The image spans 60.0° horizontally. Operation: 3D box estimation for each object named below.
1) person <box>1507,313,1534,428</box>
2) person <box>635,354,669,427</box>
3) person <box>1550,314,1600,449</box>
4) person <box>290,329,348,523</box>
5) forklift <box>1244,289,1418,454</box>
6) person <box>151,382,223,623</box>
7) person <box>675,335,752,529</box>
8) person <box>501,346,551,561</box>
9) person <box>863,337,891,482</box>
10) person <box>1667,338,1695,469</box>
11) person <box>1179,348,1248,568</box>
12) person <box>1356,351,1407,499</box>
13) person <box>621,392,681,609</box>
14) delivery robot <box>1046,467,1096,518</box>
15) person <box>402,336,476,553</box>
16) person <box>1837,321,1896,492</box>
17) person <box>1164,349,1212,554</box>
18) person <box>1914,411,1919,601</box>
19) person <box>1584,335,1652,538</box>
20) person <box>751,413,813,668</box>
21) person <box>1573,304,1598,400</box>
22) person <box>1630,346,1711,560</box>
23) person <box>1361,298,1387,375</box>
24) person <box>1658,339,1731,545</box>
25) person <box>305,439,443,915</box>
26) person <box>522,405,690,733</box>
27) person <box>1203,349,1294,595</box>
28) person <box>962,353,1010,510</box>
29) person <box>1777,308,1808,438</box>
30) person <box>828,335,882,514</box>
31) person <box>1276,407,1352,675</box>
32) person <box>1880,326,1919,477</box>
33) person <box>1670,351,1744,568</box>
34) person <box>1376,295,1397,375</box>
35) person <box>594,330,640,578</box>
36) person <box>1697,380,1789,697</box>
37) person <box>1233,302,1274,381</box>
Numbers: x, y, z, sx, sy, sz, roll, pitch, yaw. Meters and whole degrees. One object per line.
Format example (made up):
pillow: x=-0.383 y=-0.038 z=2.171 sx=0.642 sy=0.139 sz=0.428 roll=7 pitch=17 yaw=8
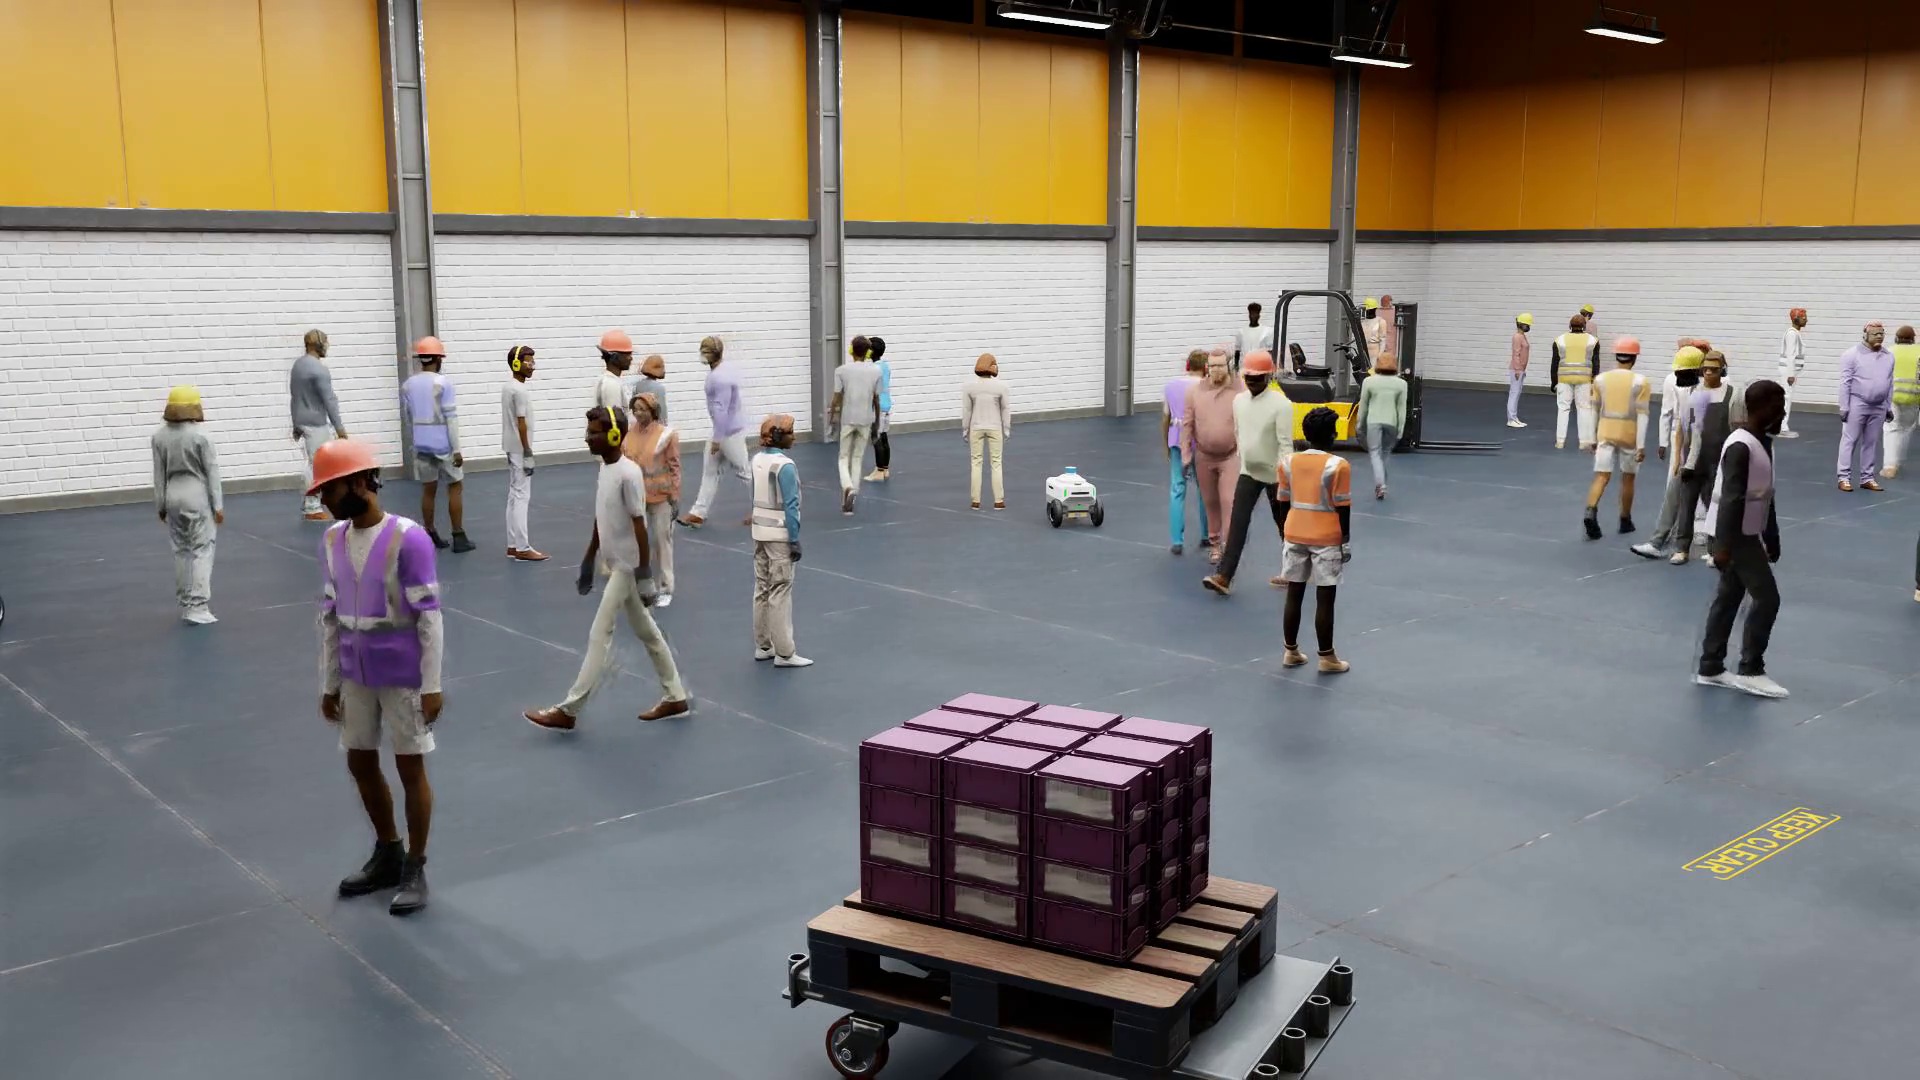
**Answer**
person: x=8.653 y=-2.618 z=25.690 sx=0.320 sy=1.762 sz=0.522 roll=5 pitch=11 yaw=27
person: x=-3.190 y=-1.127 z=17.358 sx=0.359 sy=1.617 sz=0.527 roll=-9 pitch=13 yaw=-42
person: x=8.423 y=-2.166 z=22.802 sx=0.633 sy=1.842 sz=0.429 roll=3 pitch=10 yaw=20
person: x=-6.369 y=-1.125 z=16.480 sx=0.473 sy=1.919 sz=0.645 roll=-8 pitch=12 yaw=-38
forklift: x=5.034 y=-2.339 z=22.783 sx=2.313 sy=2.155 sz=1.214 roll=3 pitch=10 yaw=16
person: x=-5.568 y=-0.248 z=12.017 sx=0.495 sy=1.722 sz=0.369 roll=2 pitch=10 yaw=10
person: x=-2.263 y=-1.029 z=16.051 sx=0.961 sy=1.889 sz=0.643 roll=-3 pitch=10 yaw=-19
person: x=-3.806 y=-0.749 z=14.453 sx=0.335 sy=1.864 sz=0.521 roll=-5 pitch=11 yaw=-26
person: x=-0.976 y=-1.531 z=19.509 sx=0.317 sy=1.696 sz=0.539 roll=2 pitch=10 yaw=14
person: x=9.012 y=-1.688 z=20.627 sx=0.316 sy=1.631 sz=0.525 roll=5 pitch=11 yaw=26
person: x=2.168 y=-0.670 z=14.003 sx=0.659 sy=1.871 sz=0.916 roll=4 pitch=10 yaw=21
person: x=4.624 y=-1.255 z=18.175 sx=0.507 sy=1.607 sz=0.776 roll=0 pitch=10 yaw=0
person: x=-2.352 y=-0.284 z=12.432 sx=0.528 sy=1.627 sz=0.481 roll=2 pitch=10 yaw=12
delivery robot: x=1.090 y=-0.480 z=16.419 sx=0.477 sy=0.478 sz=0.707 roll=-2 pitch=10 yaw=-12
person: x=-4.659 y=-0.843 z=14.813 sx=0.593 sy=1.924 sz=0.408 roll=4 pitch=10 yaw=22
person: x=10.191 y=-1.494 z=18.681 sx=0.638 sy=1.909 sz=0.408 roll=-1 pitch=10 yaw=-6
person: x=2.096 y=-0.806 z=14.940 sx=0.598 sy=1.791 sz=0.883 roll=4 pitch=11 yaw=24
person: x=7.603 y=-0.512 z=12.538 sx=0.682 sy=2.000 sz=0.536 roll=-2 pitch=10 yaw=-11
person: x=6.159 y=-0.968 z=15.618 sx=0.557 sy=1.908 sz=0.898 roll=8 pitch=13 yaw=40
person: x=-1.182 y=0.001 z=10.715 sx=0.314 sy=1.636 sz=0.514 roll=-6 pitch=12 yaw=-33
person: x=11.410 y=-3.421 z=30.370 sx=0.311 sy=1.769 sz=0.522 roll=-7 pitch=12 yaw=-34
person: x=6.329 y=-0.730 z=14.321 sx=0.937 sy=1.872 sz=0.596 roll=1 pitch=10 yaw=3
person: x=7.053 y=-3.194 z=28.601 sx=0.382 sy=1.917 sz=0.585 roll=-6 pitch=11 yaw=-30
person: x=6.702 y=-0.890 z=15.206 sx=0.587 sy=1.882 sz=0.342 roll=3 pitch=10 yaw=20
person: x=-2.331 y=0.554 z=6.740 sx=0.584 sy=1.899 sz=0.417 roll=4 pitch=10 yaw=21
person: x=-1.974 y=0.159 z=9.251 sx=0.990 sy=1.813 sz=0.530 roll=-4 pitch=11 yaw=-25
person: x=2.338 y=-0.528 z=12.955 sx=1.099 sy=1.918 sz=0.630 roll=-9 pitch=13 yaw=-41
person: x=0.273 y=-1.125 z=17.320 sx=0.503 sy=1.631 sz=0.282 roll=1 pitch=10 yaw=7
person: x=12.128 y=-2.434 z=24.251 sx=0.360 sy=1.882 sz=0.575 roll=5 pitch=11 yaw=28
person: x=-1.064 y=-1.163 z=16.954 sx=0.547 sy=1.833 sz=0.539 roll=-1 pitch=10 yaw=-6
person: x=2.249 y=0.003 z=10.532 sx=0.321 sy=1.695 sz=0.529 roll=-9 pitch=13 yaw=-43
person: x=11.302 y=-1.675 z=20.068 sx=0.651 sy=1.781 sz=0.960 roll=4 pitch=10 yaw=22
person: x=6.341 y=-0.685 z=14.126 sx=0.520 sy=1.843 sz=0.330 roll=6 pitch=11 yaw=31
person: x=8.048 y=-3.681 z=31.492 sx=0.652 sy=1.904 sz=0.402 roll=3 pitch=10 yaw=18
person: x=-2.807 y=-0.703 z=13.686 sx=0.398 sy=2.036 sz=0.616 roll=-2 pitch=10 yaw=-13
person: x=4.820 y=-0.007 z=9.985 sx=0.693 sy=1.895 sz=0.631 roll=7 pitch=12 yaw=35
person: x=4.455 y=-2.642 z=25.272 sx=0.625 sy=1.948 sz=0.740 roll=4 pitch=11 yaw=23
